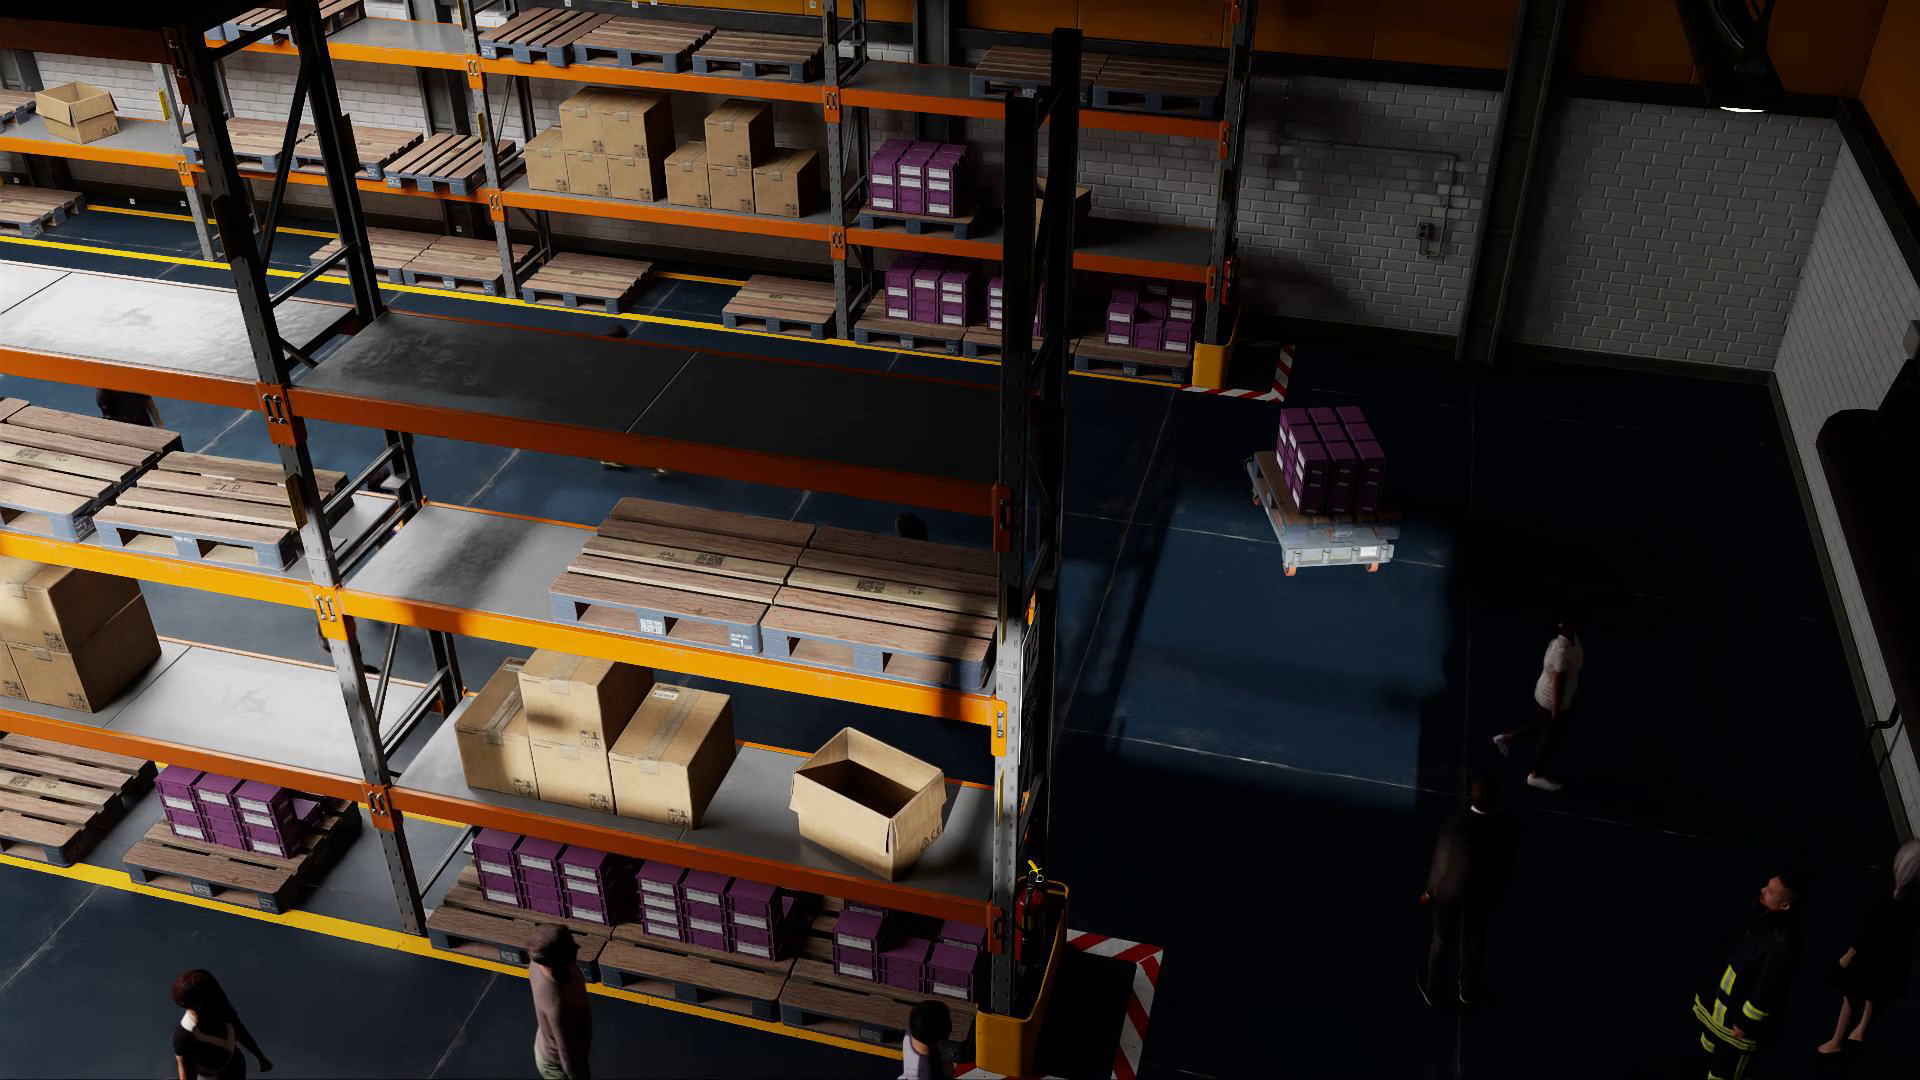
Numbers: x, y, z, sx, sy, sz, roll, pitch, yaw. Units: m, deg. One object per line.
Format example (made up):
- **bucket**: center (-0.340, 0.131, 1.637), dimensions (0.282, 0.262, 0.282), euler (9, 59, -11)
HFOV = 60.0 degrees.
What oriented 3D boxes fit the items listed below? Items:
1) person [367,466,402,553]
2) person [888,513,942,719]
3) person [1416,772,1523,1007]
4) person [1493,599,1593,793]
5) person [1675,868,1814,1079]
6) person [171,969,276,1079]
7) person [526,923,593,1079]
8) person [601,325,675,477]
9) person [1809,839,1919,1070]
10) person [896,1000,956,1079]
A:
- **person**: center (-4.617, 0.071, 13.423), dimensions (1.029, 1.538, 0.614), euler (13, 36, 19)
- **person**: center (-0.300, 0.592, 12.503), dimensions (1.049, 1.691, 1.189), euler (-22, 40, -30)
- **person**: center (3.077, 2.129, 10.091), dimensions (0.589, 1.800, 0.770), euler (1, 34, 1)
- **person**: center (4.136, 1.090, 11.806), dimensions (0.802, 1.633, 0.619), euler (13, 36, 19)
- **person**: center (4.474, 2.537, 9.425), dimensions (0.657, 1.859, 0.728), euler (9, 35, 13)
- **person**: center (-4.015, 2.954, 8.901), dimensions (1.215, 1.745, 0.805), euler (0, 34, 0)
- **person**: center (-2.140, 2.781, 9.043), dimensions (0.798, 1.874, 0.773), euler (-11, 35, -16)
- **person**: center (-3.193, -1.289, 15.497), dimensions (1.016, 1.509, 0.594), euler (7, 34, 10)
- **person**: center (5.358, 2.414, 9.711), dimensions (0.661, 1.747, 0.755), euler (-9, 35, -13)
- **person**: center (-0.277, 3.065, 8.939), dimensions (1.075, 1.518, 0.956), euler (-14, 36, -20)
